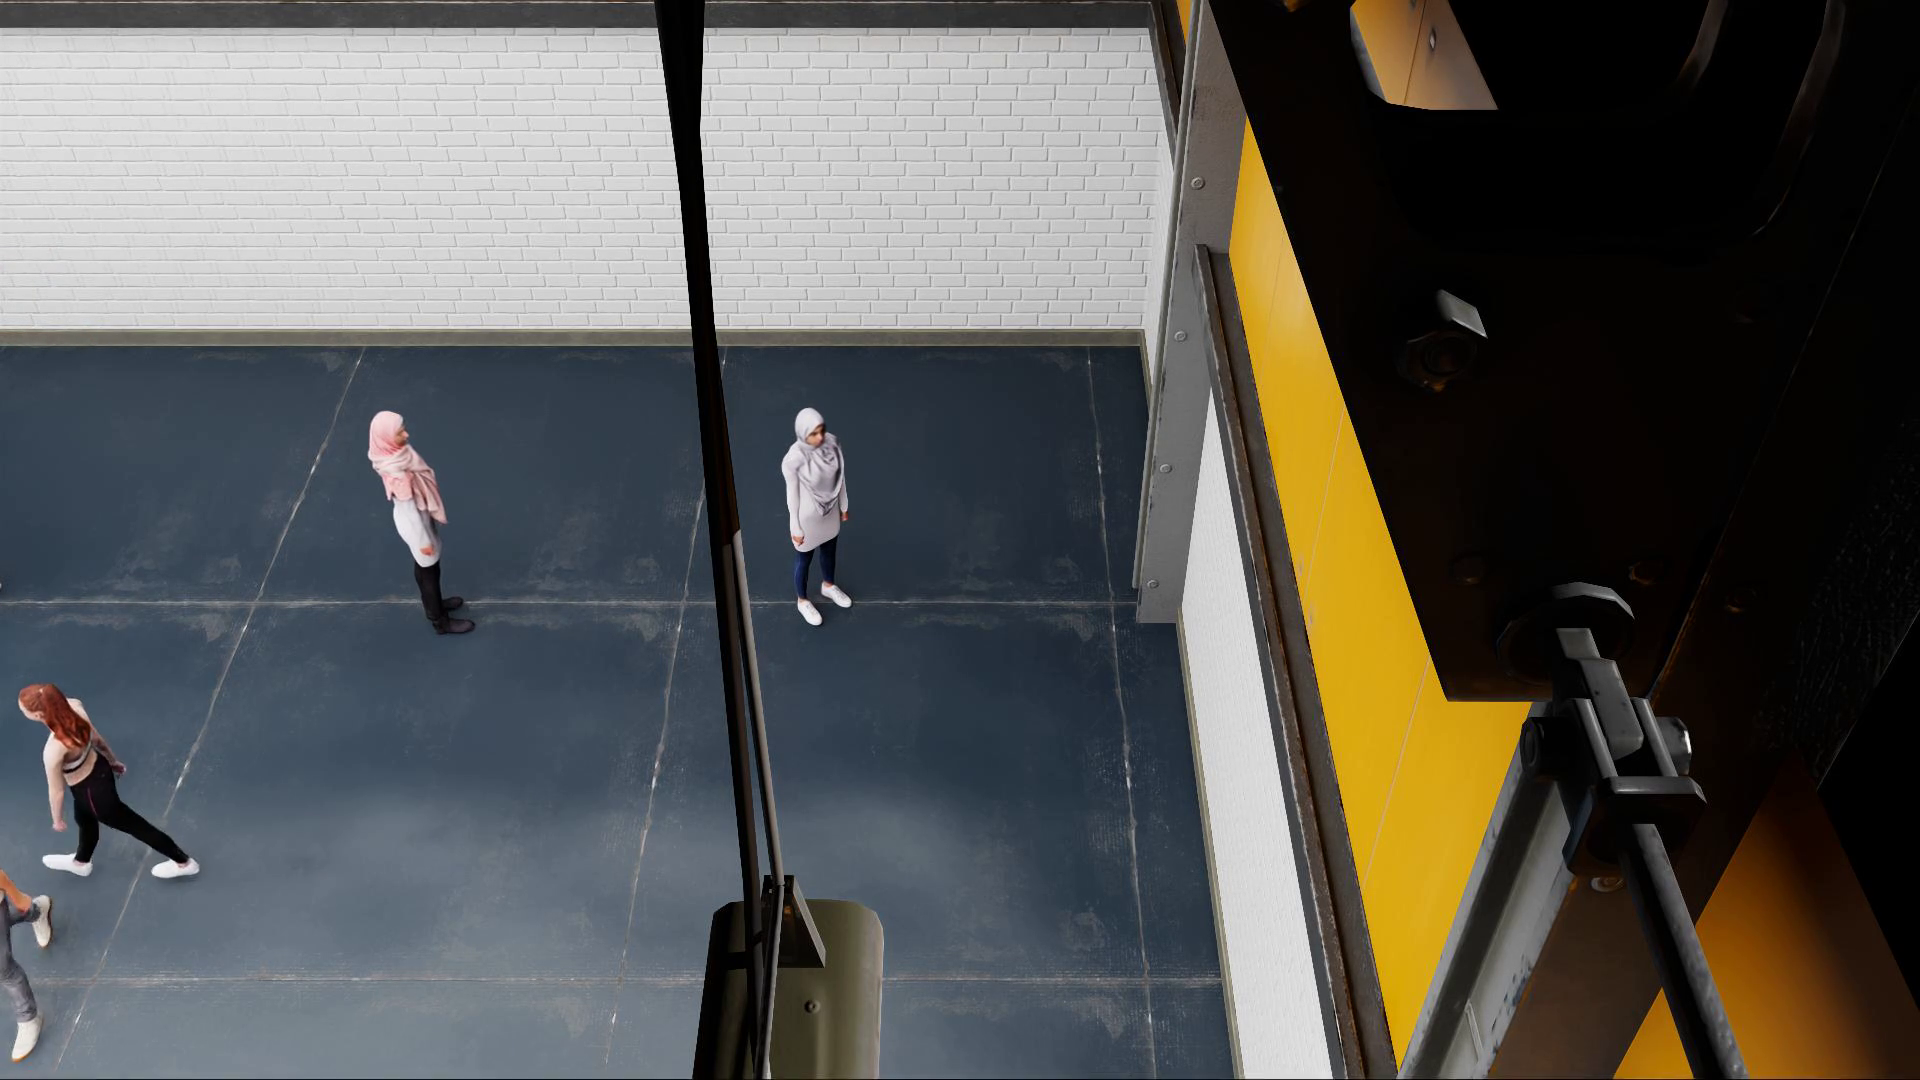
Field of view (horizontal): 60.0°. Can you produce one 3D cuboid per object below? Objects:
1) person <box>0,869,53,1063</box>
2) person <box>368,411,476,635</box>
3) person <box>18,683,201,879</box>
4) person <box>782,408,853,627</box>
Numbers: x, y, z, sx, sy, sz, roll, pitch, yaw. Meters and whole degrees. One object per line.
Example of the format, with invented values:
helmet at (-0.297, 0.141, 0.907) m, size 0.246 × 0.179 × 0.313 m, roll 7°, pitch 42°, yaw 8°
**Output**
person at (-5.219, 1.852, 8.817) m, size 0.699 × 1.865 × 1.177 m, roll -1°, pitch 44°, yaw -1°
person at (-3.568, -0.105, 10.917) m, size 0.772 × 1.803 × 0.659 m, roll -18°, pitch 46°, yaw -18°
person at (-4.769, 1.412, 9.392) m, size 0.738 × 1.709 × 1.055 m, roll -4°, pitch 44°, yaw -4°
person at (-0.962, -0.178, 11.015) m, size 0.695 × 1.773 × 0.736 m, roll -29°, pitch 51°, yaw -27°
